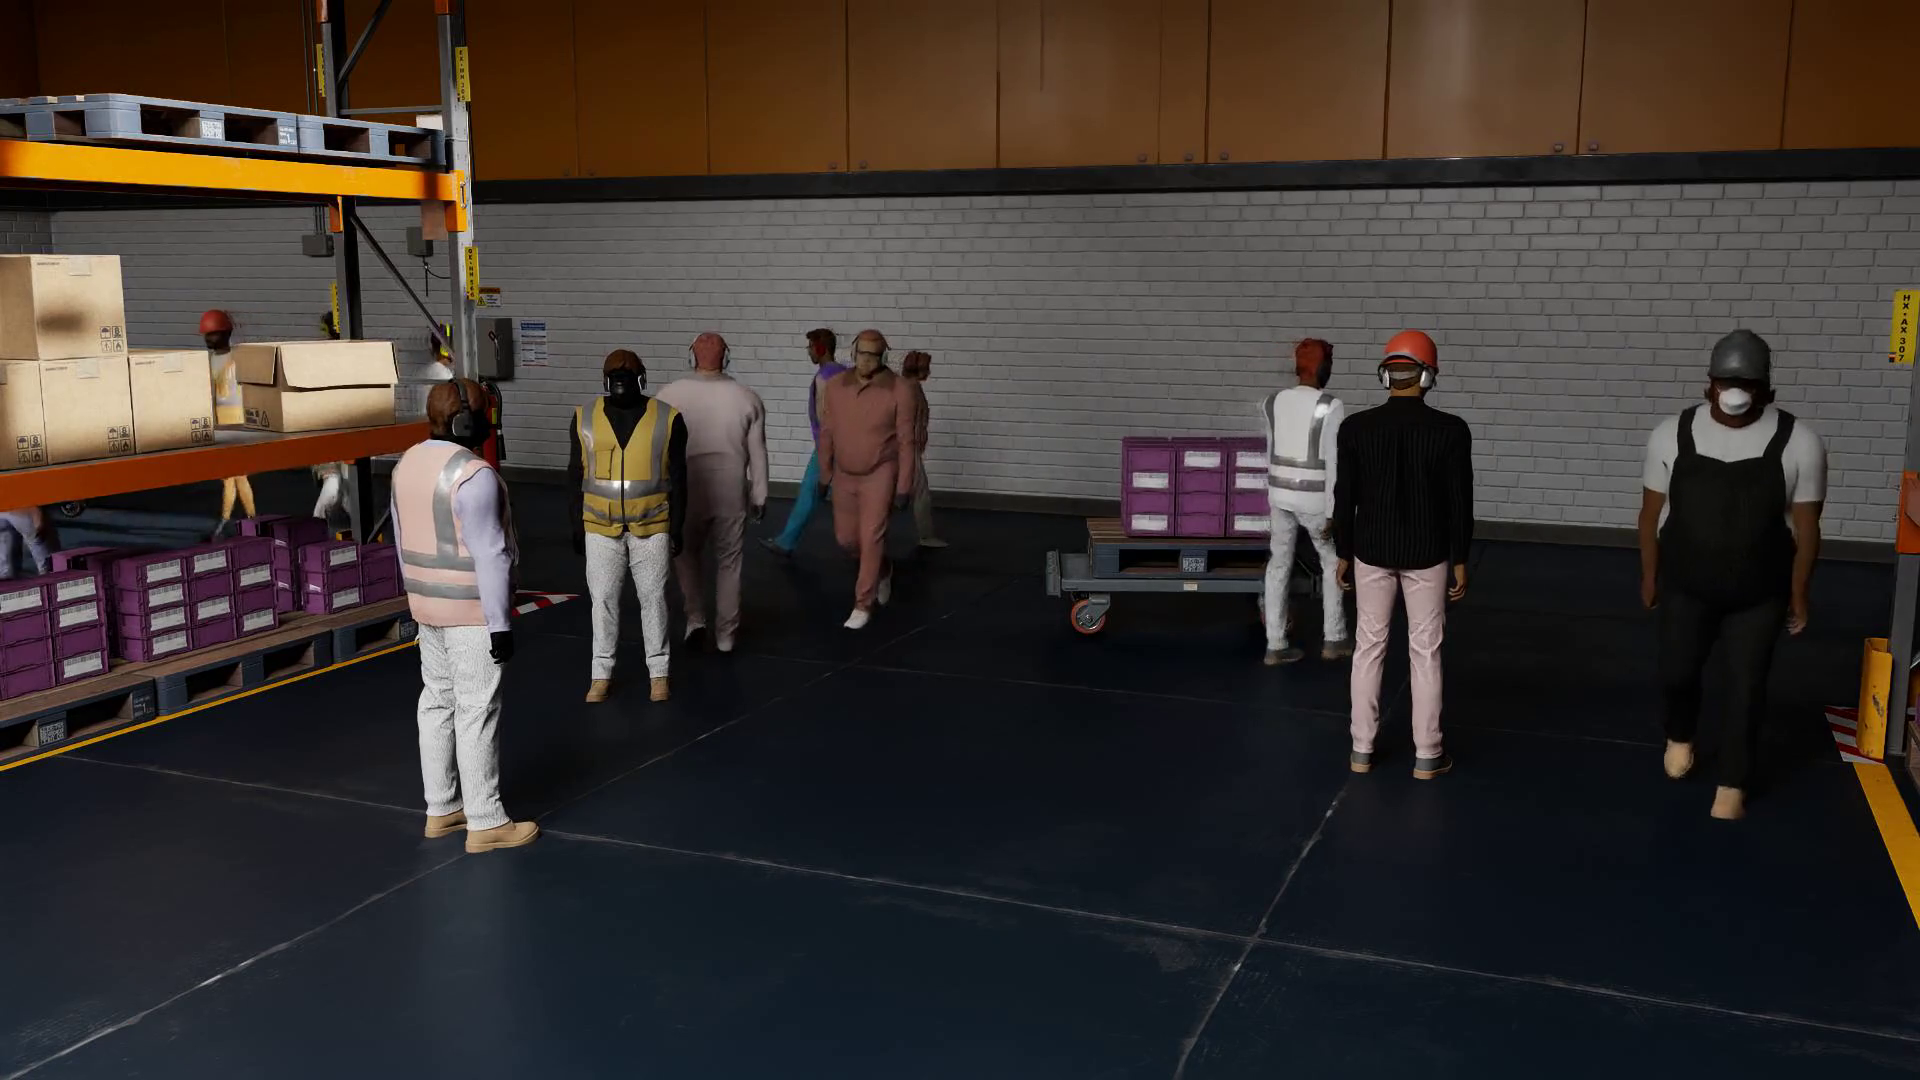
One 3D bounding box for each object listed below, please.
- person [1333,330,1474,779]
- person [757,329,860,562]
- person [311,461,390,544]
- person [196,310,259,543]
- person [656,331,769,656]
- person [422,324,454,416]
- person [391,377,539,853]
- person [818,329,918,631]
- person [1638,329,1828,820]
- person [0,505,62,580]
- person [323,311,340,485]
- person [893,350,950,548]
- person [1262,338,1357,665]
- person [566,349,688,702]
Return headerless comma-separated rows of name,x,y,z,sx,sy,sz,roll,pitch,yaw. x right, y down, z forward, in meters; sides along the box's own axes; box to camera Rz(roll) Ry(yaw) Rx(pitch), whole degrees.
person,1.967,0.068,7.395,0.611,1.985,0.393,5,10,25
person,-1.053,-0.714,12.733,0.976,1.781,0.580,3,10,17
person,-4.525,-0.470,11.979,1.007,1.546,0.529,-8,12,-39
person,-6.051,-0.909,13.563,0.568,1.900,0.872,4,10,23
person,-1.451,-0.269,9.716,0.680,1.887,0.442,-2,10,-11
person,-3.821,-0.648,12.150,0.504,1.850,0.607,-5,11,-30
person,-1.931,0.288,6.500,0.633,1.842,0.429,8,13,41
person,-0.568,-0.404,10.559,0.660,1.885,0.702,4,10,23
person,3.167,0.125,6.882,0.701,2.000,0.617,5,11,29
person,-5.406,-0.152,9.456,0.524,1.742,0.693,4,10,22
person,-6.228,-1.379,16.647,0.879,1.834,0.522,6,11,32
person,-0.486,-0.720,13.313,0.746,1.604,0.548,0,9,2
person,2.032,-0.221,9.547,0.781,1.860,0.582,-9,13,-44
person,-1.728,-0.070,8.667,0.627,1.844,0.429,-1,9,-5
